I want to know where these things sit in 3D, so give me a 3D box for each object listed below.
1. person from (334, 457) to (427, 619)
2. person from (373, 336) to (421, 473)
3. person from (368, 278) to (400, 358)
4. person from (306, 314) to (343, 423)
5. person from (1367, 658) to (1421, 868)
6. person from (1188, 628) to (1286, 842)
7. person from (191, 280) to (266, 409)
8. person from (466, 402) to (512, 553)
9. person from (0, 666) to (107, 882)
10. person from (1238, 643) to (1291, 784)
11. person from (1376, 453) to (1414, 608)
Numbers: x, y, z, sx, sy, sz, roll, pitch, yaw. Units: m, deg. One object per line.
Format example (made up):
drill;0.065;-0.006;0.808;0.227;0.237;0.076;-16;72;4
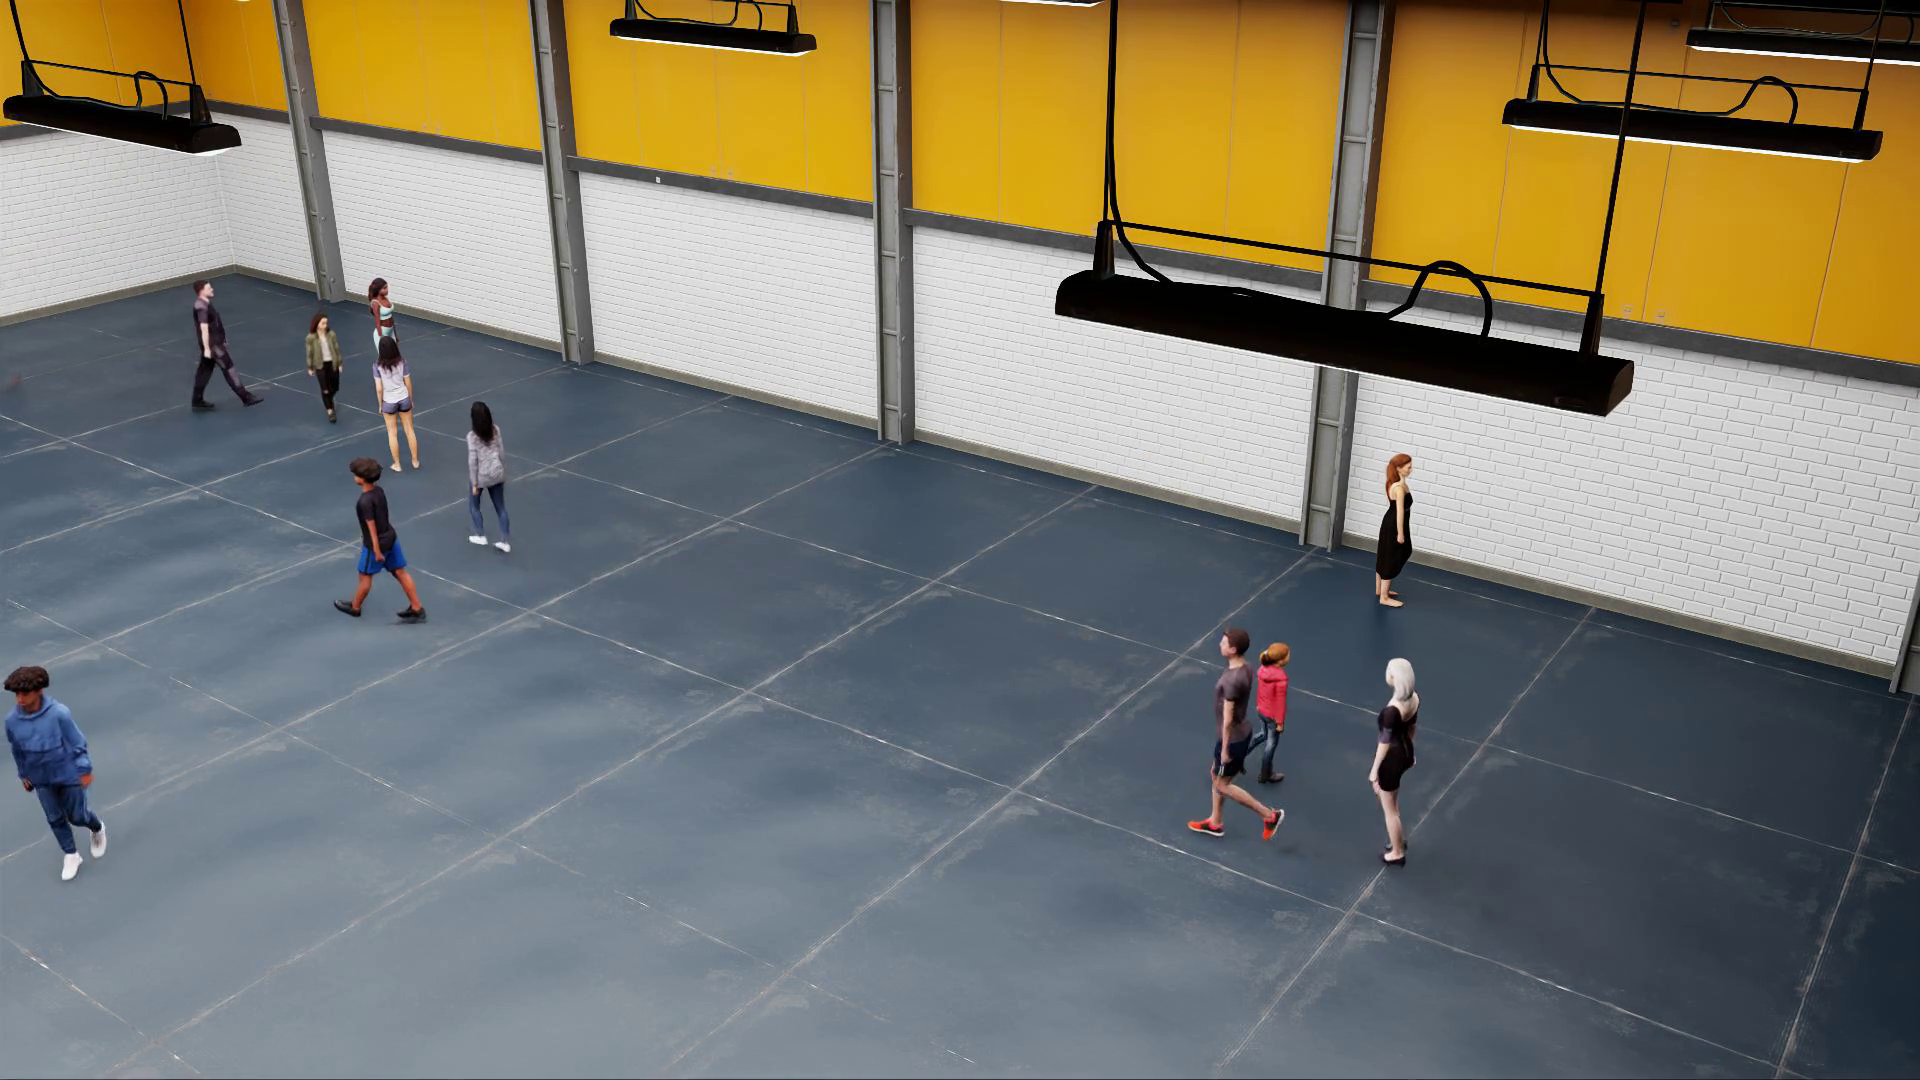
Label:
person;-5.727;0.033;16.660;1.225;1.738;0.949;3;24;7
person;-6.999;-1.703;20.635;0.654;1.734;0.642;-14;27;-28
person;-8.028;-2.827;23.219;0.654;1.723;0.643;4;24;10
person;-8.577;-2.350;22.465;0.818;1.455;1.001;-13;27;-27
person;3.388;1.747;12.645;0.625;1.813;0.637;21;31;39
person;2.217;1.564;13.039;1.066;1.833;0.799;9;25;19
person;-10.275;-2.616;22.642;1.212;1.799;1.256;-9;25;-19
person;-5.146;-0.662;18.280;0.839;1.712;0.711;21;31;40
person;-6.875;1.721;12.720;0.870;1.800;0.935;-1;24;-2
person;2.534;1.465;13.925;0.789;1.304;0.743;-6;24;-13
person;4.474;-0.127;17.164;0.701;1.626;0.669;2;24;5
